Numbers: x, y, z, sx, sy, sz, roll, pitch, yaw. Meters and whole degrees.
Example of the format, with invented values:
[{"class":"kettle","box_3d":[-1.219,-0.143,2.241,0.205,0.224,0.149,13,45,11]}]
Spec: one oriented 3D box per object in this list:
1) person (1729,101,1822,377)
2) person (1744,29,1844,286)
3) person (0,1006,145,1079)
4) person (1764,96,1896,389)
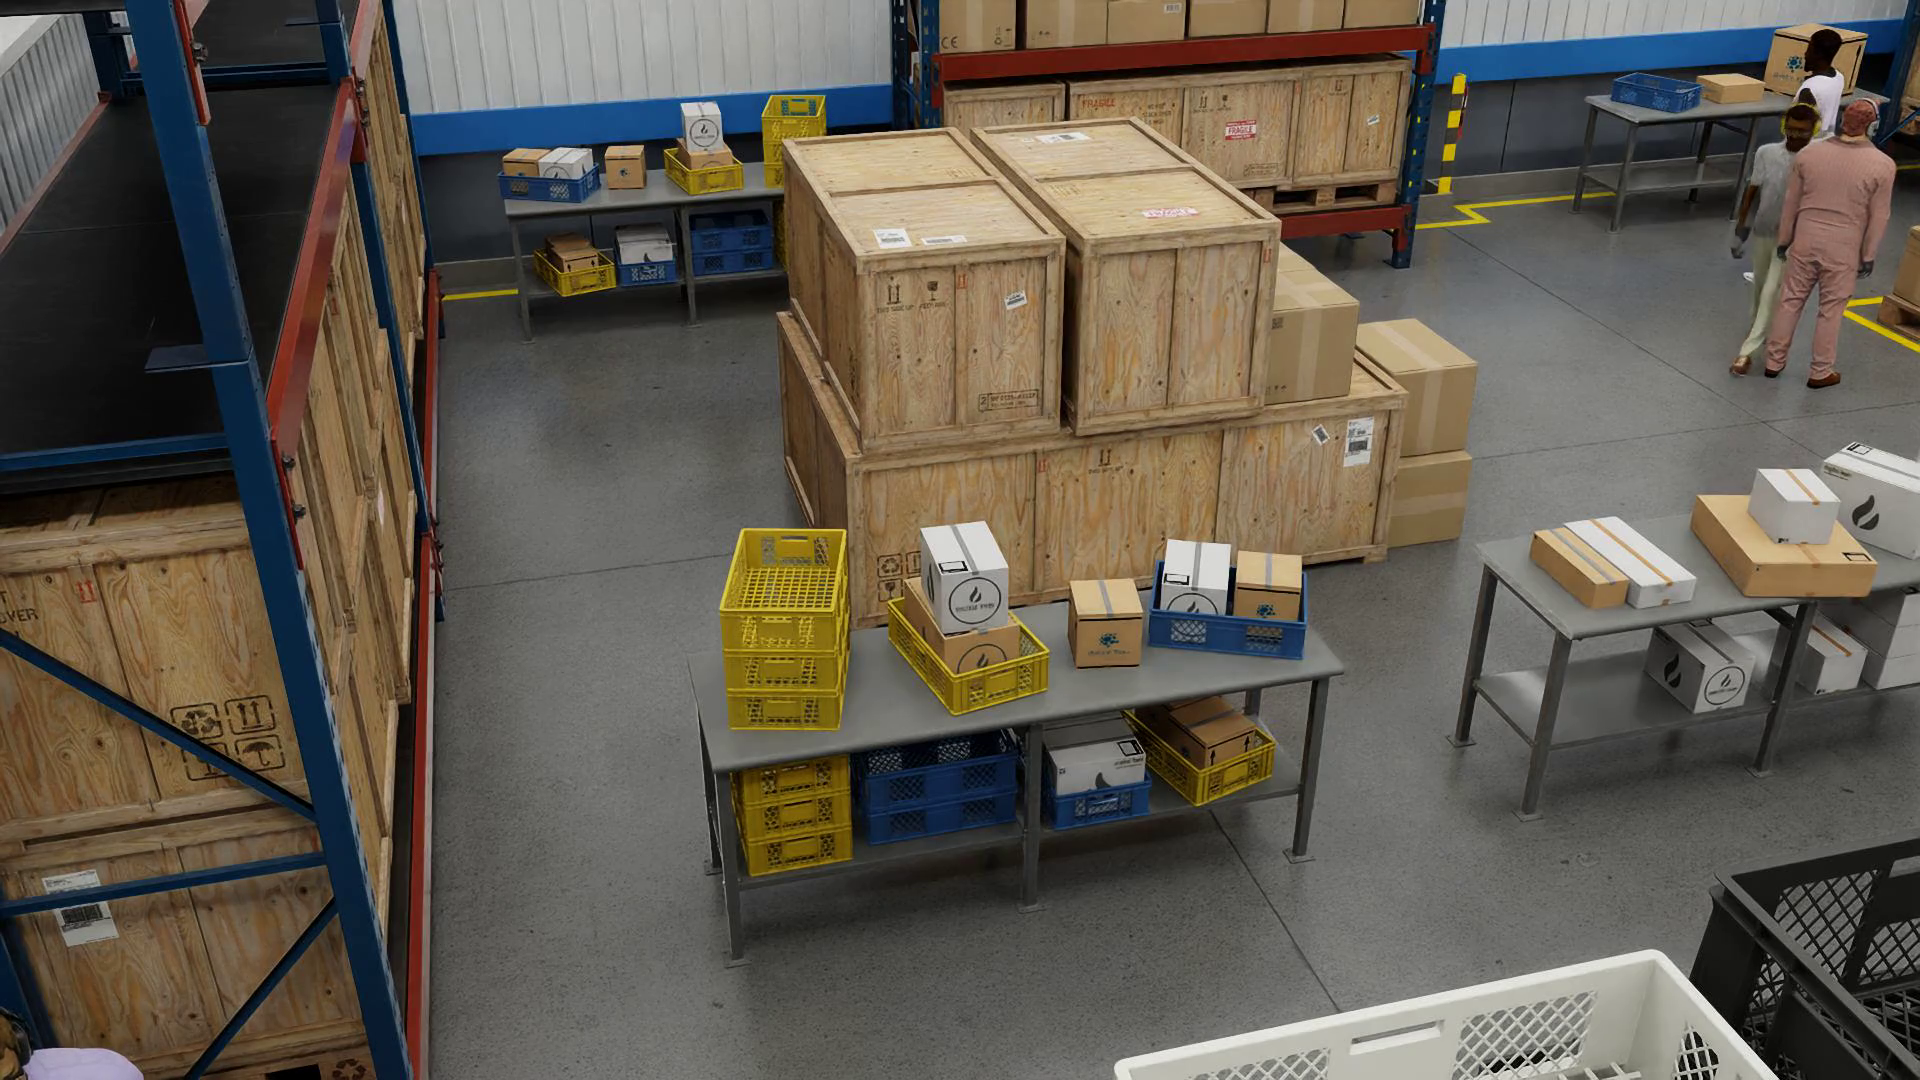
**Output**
[{"class":"person","box_3d":[5.591,-2.088,11.298,0.575,1.825,0.935,22,36,34]},{"class":"person","box_3d":[6.408,-2.898,12.653,0.377,1.917,0.600,23,36,35]},{"class":"person","box_3d":[-2.185,1.839,4.045,0.625,1.933,0.374,-20,35,-32]},{"class":"person","box_3d":[5.722,-1.950,10.945,0.401,1.910,0.640,-24,37,-37]}]
